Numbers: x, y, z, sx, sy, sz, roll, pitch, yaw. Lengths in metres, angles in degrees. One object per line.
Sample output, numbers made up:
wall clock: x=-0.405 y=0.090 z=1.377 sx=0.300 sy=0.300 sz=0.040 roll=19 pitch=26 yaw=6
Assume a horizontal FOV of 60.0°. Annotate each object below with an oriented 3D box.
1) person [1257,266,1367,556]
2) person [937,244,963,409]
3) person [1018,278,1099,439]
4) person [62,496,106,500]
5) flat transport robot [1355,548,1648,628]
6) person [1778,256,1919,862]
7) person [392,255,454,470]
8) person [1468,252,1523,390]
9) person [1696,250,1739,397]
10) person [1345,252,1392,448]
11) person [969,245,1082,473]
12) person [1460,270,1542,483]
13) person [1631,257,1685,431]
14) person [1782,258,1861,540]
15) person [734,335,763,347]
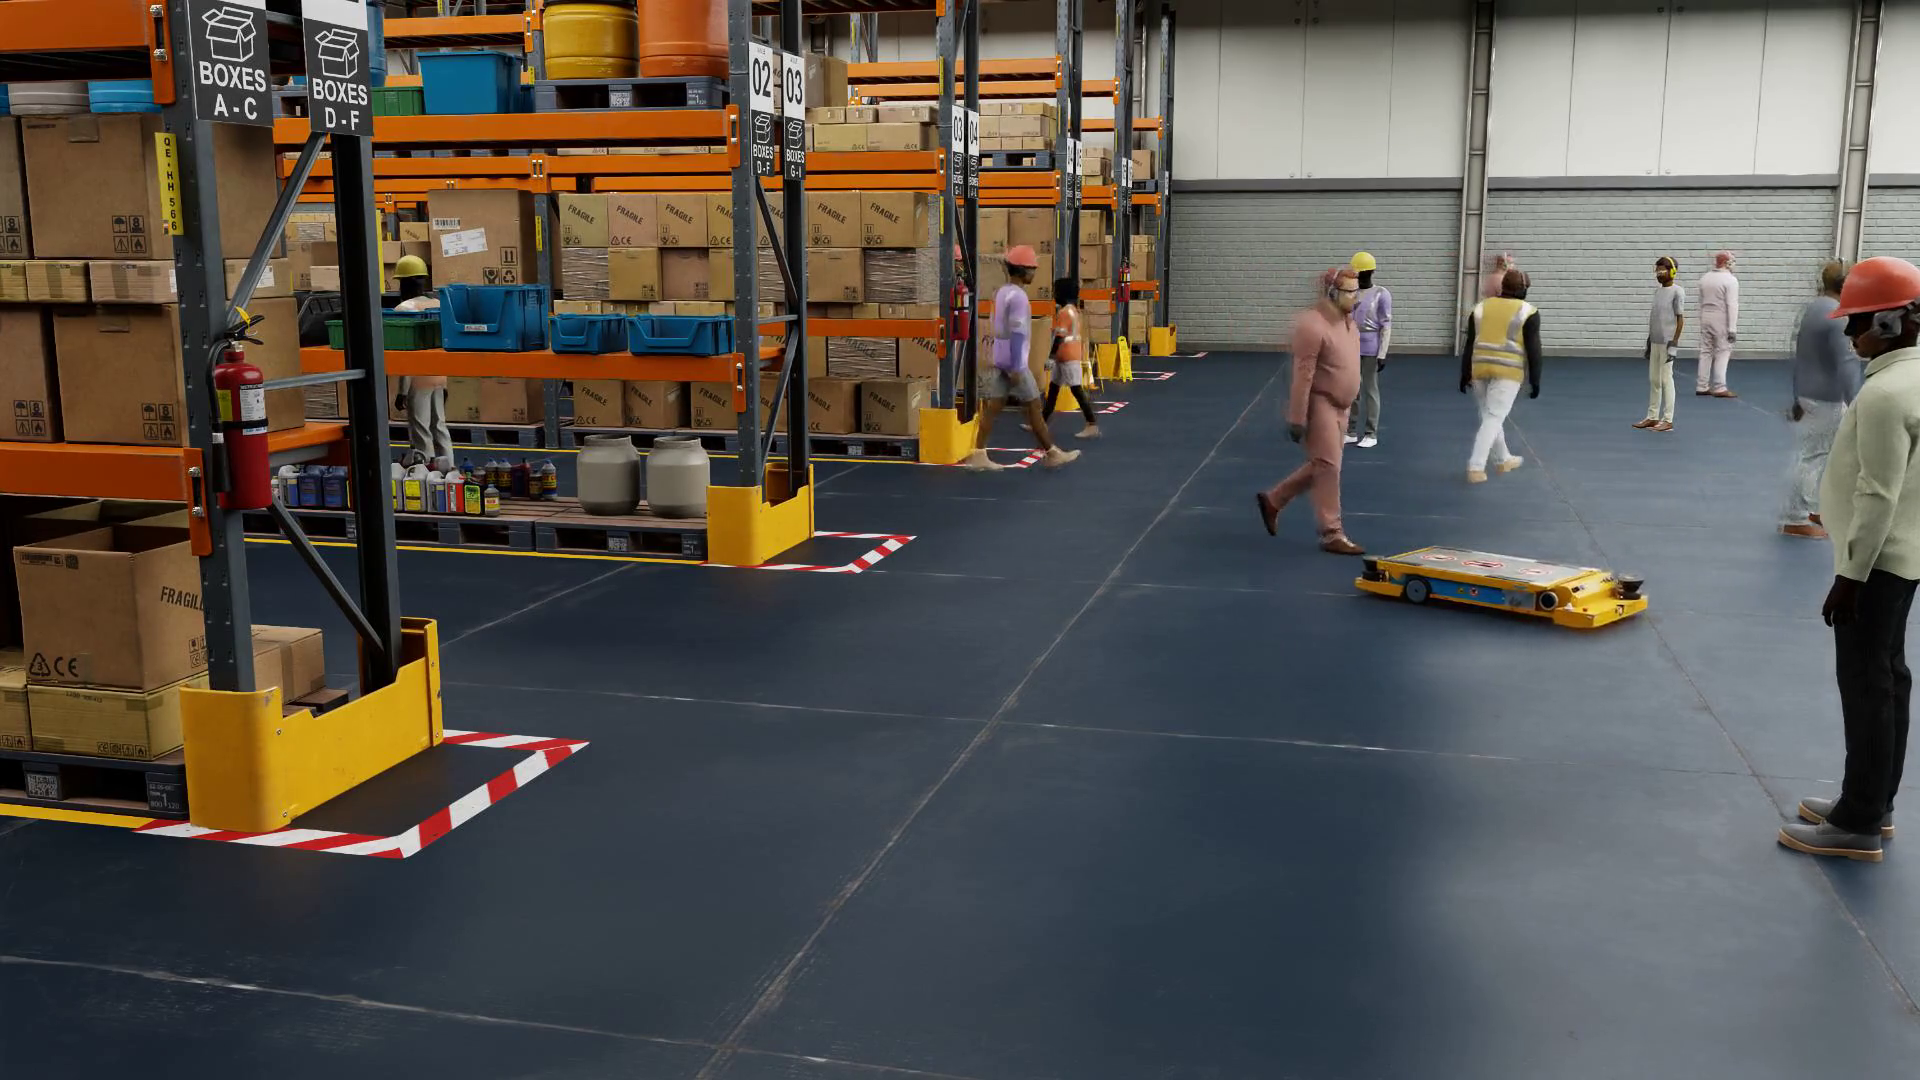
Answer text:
person: x=2.336 y=-0.859 z=10.968 sx=0.794 sy=1.878 sz=0.670 roll=8 pitch=13 yaw=36
person: x=-0.108 y=-2.451 z=19.444 sx=0.395 sy=1.994 sz=0.613 roll=1 pitch=10 yaw=4
person: x=1.047 y=-1.859 z=17.105 sx=0.863 sy=1.646 sz=0.541 roll=2 pitch=10 yaw=8
person: x=-5.730 y=-0.797 z=10.623 sx=0.333 sy=1.873 sz=0.520 roll=2 pitch=10 yaw=11
flat transport robot: x=3.010 y=0.240 z=9.313 sx=0.652 sy=0.197 sz=1.431 roll=-10 pitch=14 yaw=-43
person: x=3.017 y=0.066 z=5.518 sx=0.387 sy=1.988 sz=0.608 roll=8 pitch=13 yaw=39
person: x=-4.139 y=-1.208 z=12.746 sx=0.382 sy=1.924 sz=0.594 roll=3 pitch=11 yaw=17
person: x=7.292 y=-2.967 z=22.608 sx=0.763 sy=1.883 sz=0.655 roll=1 pitch=10 yaw=7
person: x=9.911 y=-2.814 z=21.707 sx=0.406 sy=1.910 sz=0.656 roll=-3 pitch=11 yaw=-15
person: x=3.973 y=-1.872 z=16.445 sx=0.383 sy=1.921 sz=0.585 roll=-7 pitch=12 yaw=-35
person: x=0.540 y=-1.577 z=14.604 sx=1.035 sy=1.986 sz=0.629 roll=-3 pitch=11 yaw=-16
person: x=4.640 y=-1.392 z=14.178 sx=0.987 sy=1.780 sz=0.650 roll=-9 pitch=13 yaw=-39
person: x=7.533 y=-2.102 z=17.871 sx=0.328 sy=1.867 sz=0.509 roll=-2 pitch=10 yaw=-12
person: x=5.941 y=-0.939 z=11.285 sx=0.609 sy=1.919 sz=0.637 roll=3 pitch=11 yaw=15
person: x=-2.327 y=-2.152 z=17.964 sx=0.376 sy=1.933 sz=0.544 roll=2 pitch=11 yaw=13
